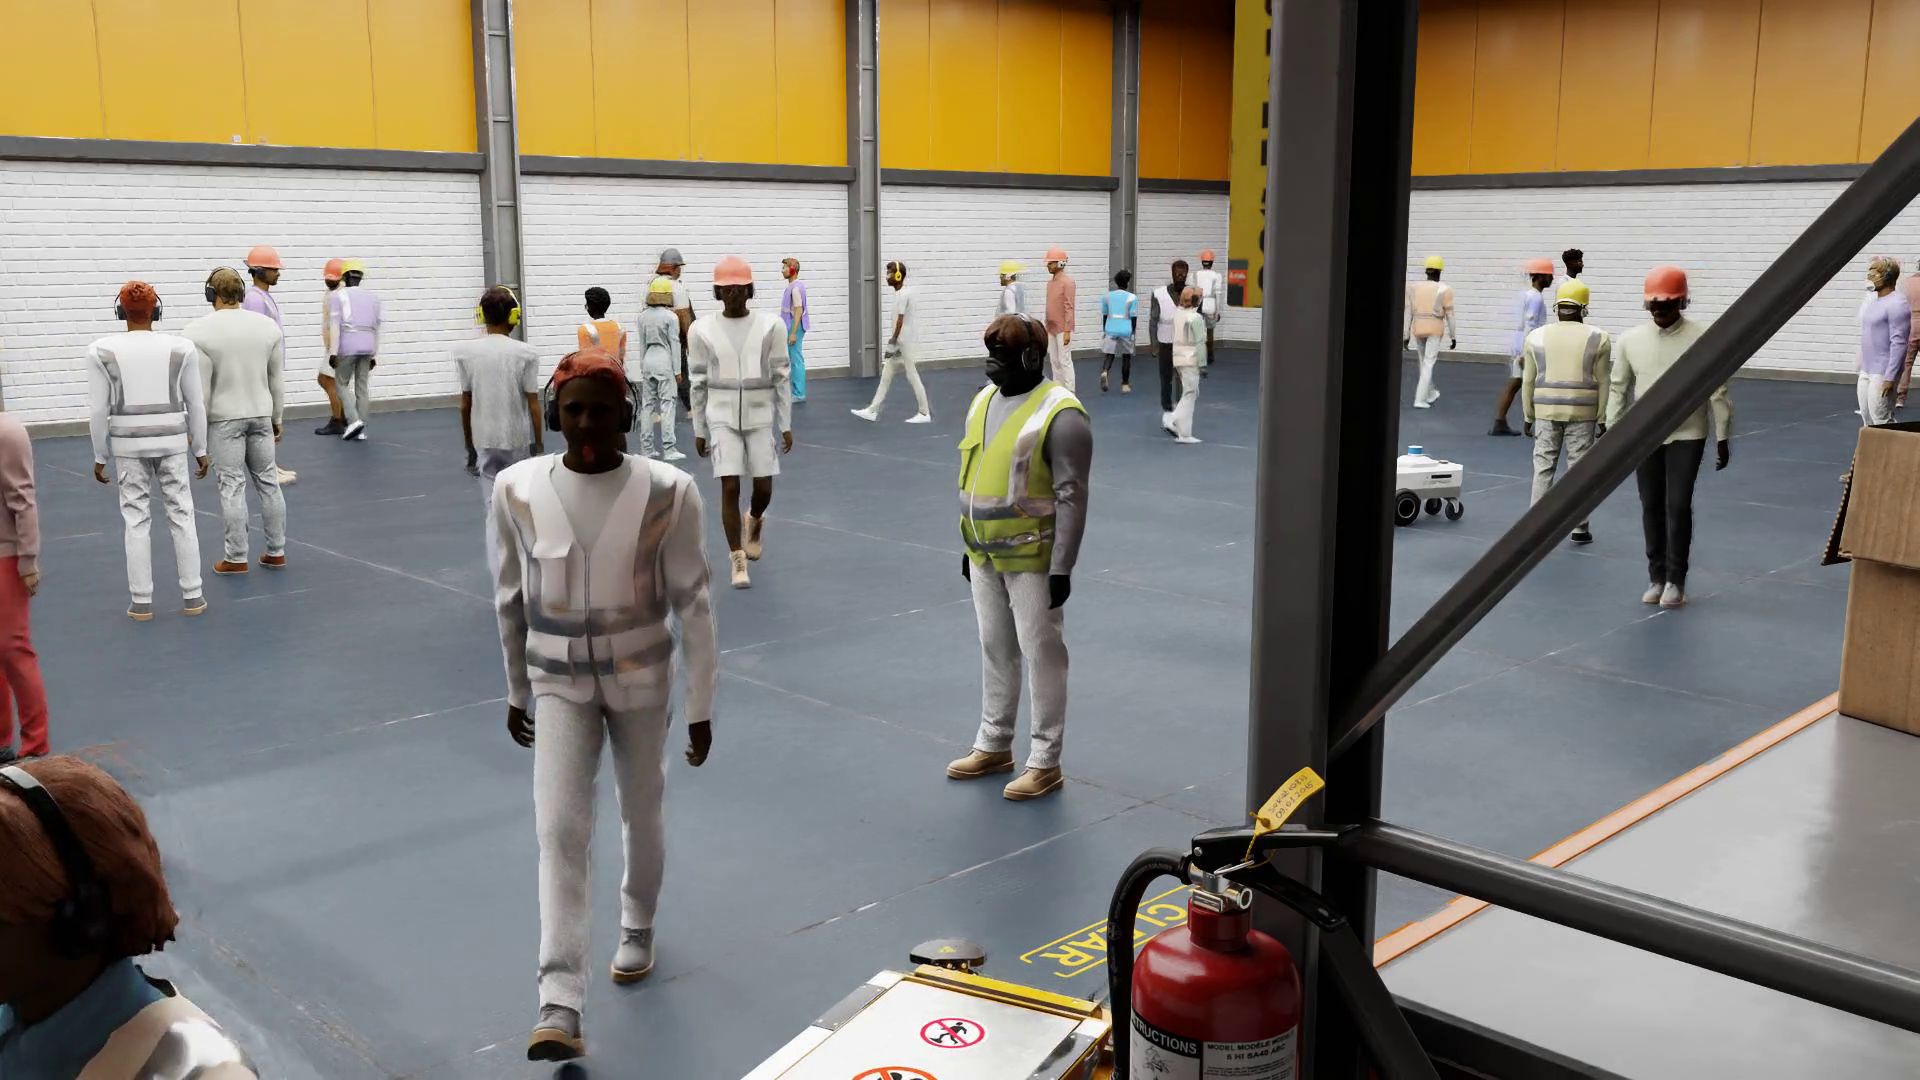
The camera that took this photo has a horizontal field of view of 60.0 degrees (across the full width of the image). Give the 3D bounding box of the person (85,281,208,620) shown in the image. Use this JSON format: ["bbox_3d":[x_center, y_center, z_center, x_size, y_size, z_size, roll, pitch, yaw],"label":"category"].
[{"bbox_3d":[-4.507,-0.494,9.265,0.587,1.882,0.341,-6,12,-29],"label":"person"}]

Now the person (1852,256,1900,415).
[{"bbox_3d":[10.946,-2.432,19.820,0.472,1.887,0.722,3,11,14],"label":"person"}]

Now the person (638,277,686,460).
[{"bbox_3d":[-2.853,-1.636,15.910,0.483,1.736,0.340,6,12,29],"label":"person"}]

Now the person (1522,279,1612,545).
[{"bbox_3d":[4.186,-0.876,11.489,0.590,1.833,0.404,5,12,27],"label":"person"}]

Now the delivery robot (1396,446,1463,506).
[{"bbox_3d":[3.407,-0.464,12.472,0.707,0.478,0.477,-4,11,-20],"label":"delivery robot"}]

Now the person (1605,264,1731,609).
[{"bbox_3d":[4.024,-0.585,9.521,0.663,1.967,0.582,8,13,38],"label":"person"}]

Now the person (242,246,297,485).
[{"bbox_3d":[-5.925,-1.493,14.284,0.385,2.039,0.616,-3,11,-18],"label":"person"}]

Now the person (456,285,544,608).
[{"bbox_3d":[-2.619,-0.524,9.544,0.511,1.850,0.418,0,10,1],"label":"person"}]

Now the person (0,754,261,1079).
[{"bbox_3d":[-0.886,0.999,1.832,0.522,1.617,0.629,6,12,31],"label":"person"}]

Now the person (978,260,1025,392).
[{"bbox_3d":[0.721,-2.892,22.580,0.897,1.797,0.596,3,11,17],"label":"person"}]

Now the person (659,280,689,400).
[{"bbox_3d":[-3.736,-2.718,21.507,0.520,1.845,0.350,-6,12,-29],"label":"person"}]

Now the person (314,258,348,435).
[{"bbox_3d":[-6.694,-2.052,17.751,0.419,1.888,0.578,-7,12,-32],"label":"person"}]

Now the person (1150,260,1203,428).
[{"bbox_3d":[2.411,-2.187,18.590,0.576,1.862,1.054,2,11,8],"label":"person"}]

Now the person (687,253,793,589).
[{"bbox_3d":[-1.347,-0.742,10.229,0.629,2.030,0.686,-2,11,-8],"label":"person"}]

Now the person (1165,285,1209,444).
[{"bbox_3d":[2.357,-1.786,17.010,0.372,1.624,0.528,-3,11,-18],"label":"person"}]

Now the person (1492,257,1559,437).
[{"bbox_3d":[6.111,-2.008,17.492,0.963,1.889,0.593,2,11,10],"label":"person"}]

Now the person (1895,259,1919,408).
[{"bbox_3d":[11.843,-2.564,20.491,0.644,1.908,0.408,8,13,36],"label":"person"}]

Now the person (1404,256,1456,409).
[{"bbox_3d":[5.877,-2.584,20.697,0.604,1.872,0.965,10,14,42],"label":"person"}]

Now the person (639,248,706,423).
[{"bbox_3d":[-3.321,-2.373,19.084,1.007,2.000,0.693,-7,13,-35],"label":"person"}]

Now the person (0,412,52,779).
[{"bbox_3d":[-3.847,0.072,6.532,0.537,1.761,0.336,4,11,23],"label":"person"}]

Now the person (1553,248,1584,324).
[{"bbox_3d":[7.668,-2.683,20.974,0.361,1.965,0.613,6,12,30],"label":"person"}]

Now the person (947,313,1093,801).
[{"bbox_3d":[0.210,0.062,6.351,0.430,1.845,0.619,-8,13,-37],"label":"person"}]

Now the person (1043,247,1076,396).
[{"bbox_3d":[1.205,-2.588,20.421,0.397,1.989,0.619,-5,11,-24],"label":"person"}]

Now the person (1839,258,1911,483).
[{"bbox_3d":[7.751,-1.393,14.019,0.355,1.937,0.634,2,11,10],"label":"person"}]

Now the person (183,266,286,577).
[{"bbox_3d":[-4.531,-0.736,10.435,0.372,1.941,0.627,9,13,39],"label":"person"}]

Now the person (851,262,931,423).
[{"bbox_3d":[-0.765,-2.218,18.835,0.957,1.827,0.516,-3,11,-14],"label":"person"}]

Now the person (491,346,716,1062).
[{"bbox_3d":[-0.947,0.416,4.424,0.597,1.831,1.018,-1,10,-3],"label":"person"}]

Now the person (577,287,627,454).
[{"bbox_3d":[-3.070,-1.317,14.259,0.316,1.696,0.541,6,12,31],"label":"person"}]

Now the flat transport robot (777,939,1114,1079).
[{"bbox_3d":[-0.119,1.312,3.821,0.652,0.197,1.431,5,12,27],"label":"flat transport robot"}]

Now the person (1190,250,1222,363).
[{"bbox_3d":[4.036,-3.822,27.419,0.558,1.890,0.977,4,11,19],"label":"person"}]

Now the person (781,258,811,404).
[{"bbox_3d":[-2.098,-2.653,21.139,0.389,1.846,0.567,-2,11,-11],"label":"person"}]

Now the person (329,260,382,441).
[{"bbox_3d":[-6.321,-1.970,17.333,0.500,1.874,0.655,9,14,40],"label":"person"}]

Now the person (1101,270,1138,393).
[{"bbox_3d":[2.124,-2.788,22.339,0.534,1.672,0.653,4,11,20],"label":"person"}]
